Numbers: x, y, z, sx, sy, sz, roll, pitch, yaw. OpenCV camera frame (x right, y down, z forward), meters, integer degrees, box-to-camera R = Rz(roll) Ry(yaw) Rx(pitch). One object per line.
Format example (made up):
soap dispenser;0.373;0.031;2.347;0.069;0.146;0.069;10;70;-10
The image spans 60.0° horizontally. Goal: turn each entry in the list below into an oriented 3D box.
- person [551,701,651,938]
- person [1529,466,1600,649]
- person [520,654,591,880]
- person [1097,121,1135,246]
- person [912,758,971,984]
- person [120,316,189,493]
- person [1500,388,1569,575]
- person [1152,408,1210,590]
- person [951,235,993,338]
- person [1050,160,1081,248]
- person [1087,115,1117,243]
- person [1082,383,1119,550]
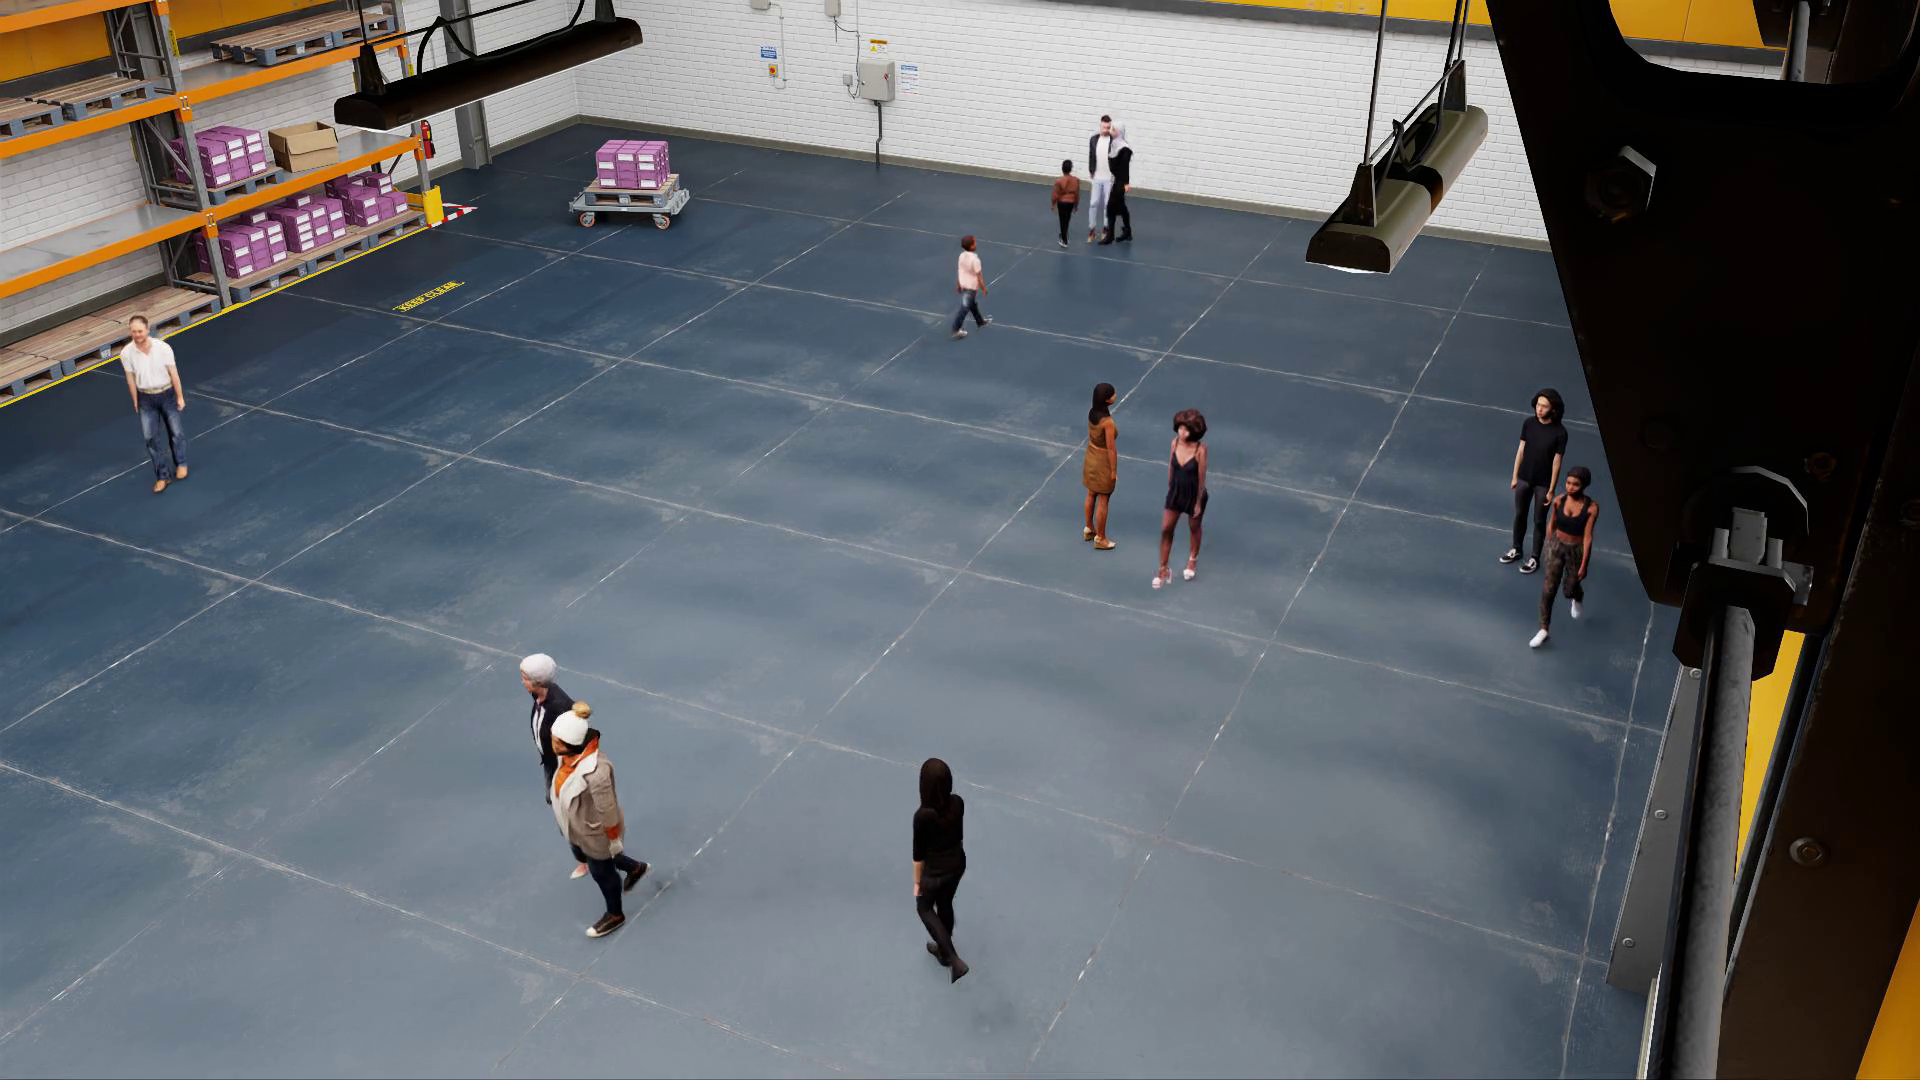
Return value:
person;-2.370;1.794;11.079;1.025;1.876;0.922;-18;33;-29
person;5.279;0.116;14.357;0.746;1.683;0.999;23;36;36
person;-2.593;1.506;11.406;0.870;1.770;0.921;-19;34;-31
person;2.373;-5.133;23.904;0.924;1.756;0.870;-9;30;-15
person;-0.077;2.160;10.670;0.868;1.625;0.878;-18;33;-29
person;-8.239;-1.493;17.154;0.957;1.830;1.041;-7;29;-12
person;5.383;-0.574;15.475;0.662;1.824;0.684;-23;36;-35
person;2.125;-0.420;15.253;0.618;1.766;0.829;15;32;26
person;0.068;-3.138;20.751;0.978;1.272;0.786;-20;34;-32
person;1.537;-4.822;23.877;0.720;1.235;0.784;-9;30;-16
person;2.121;-5.258;24.078;0.700;1.809;0.819;9;30;16
person;1.343;-0.715;15.873;0.683;1.690;0.636;-12;31;-21
